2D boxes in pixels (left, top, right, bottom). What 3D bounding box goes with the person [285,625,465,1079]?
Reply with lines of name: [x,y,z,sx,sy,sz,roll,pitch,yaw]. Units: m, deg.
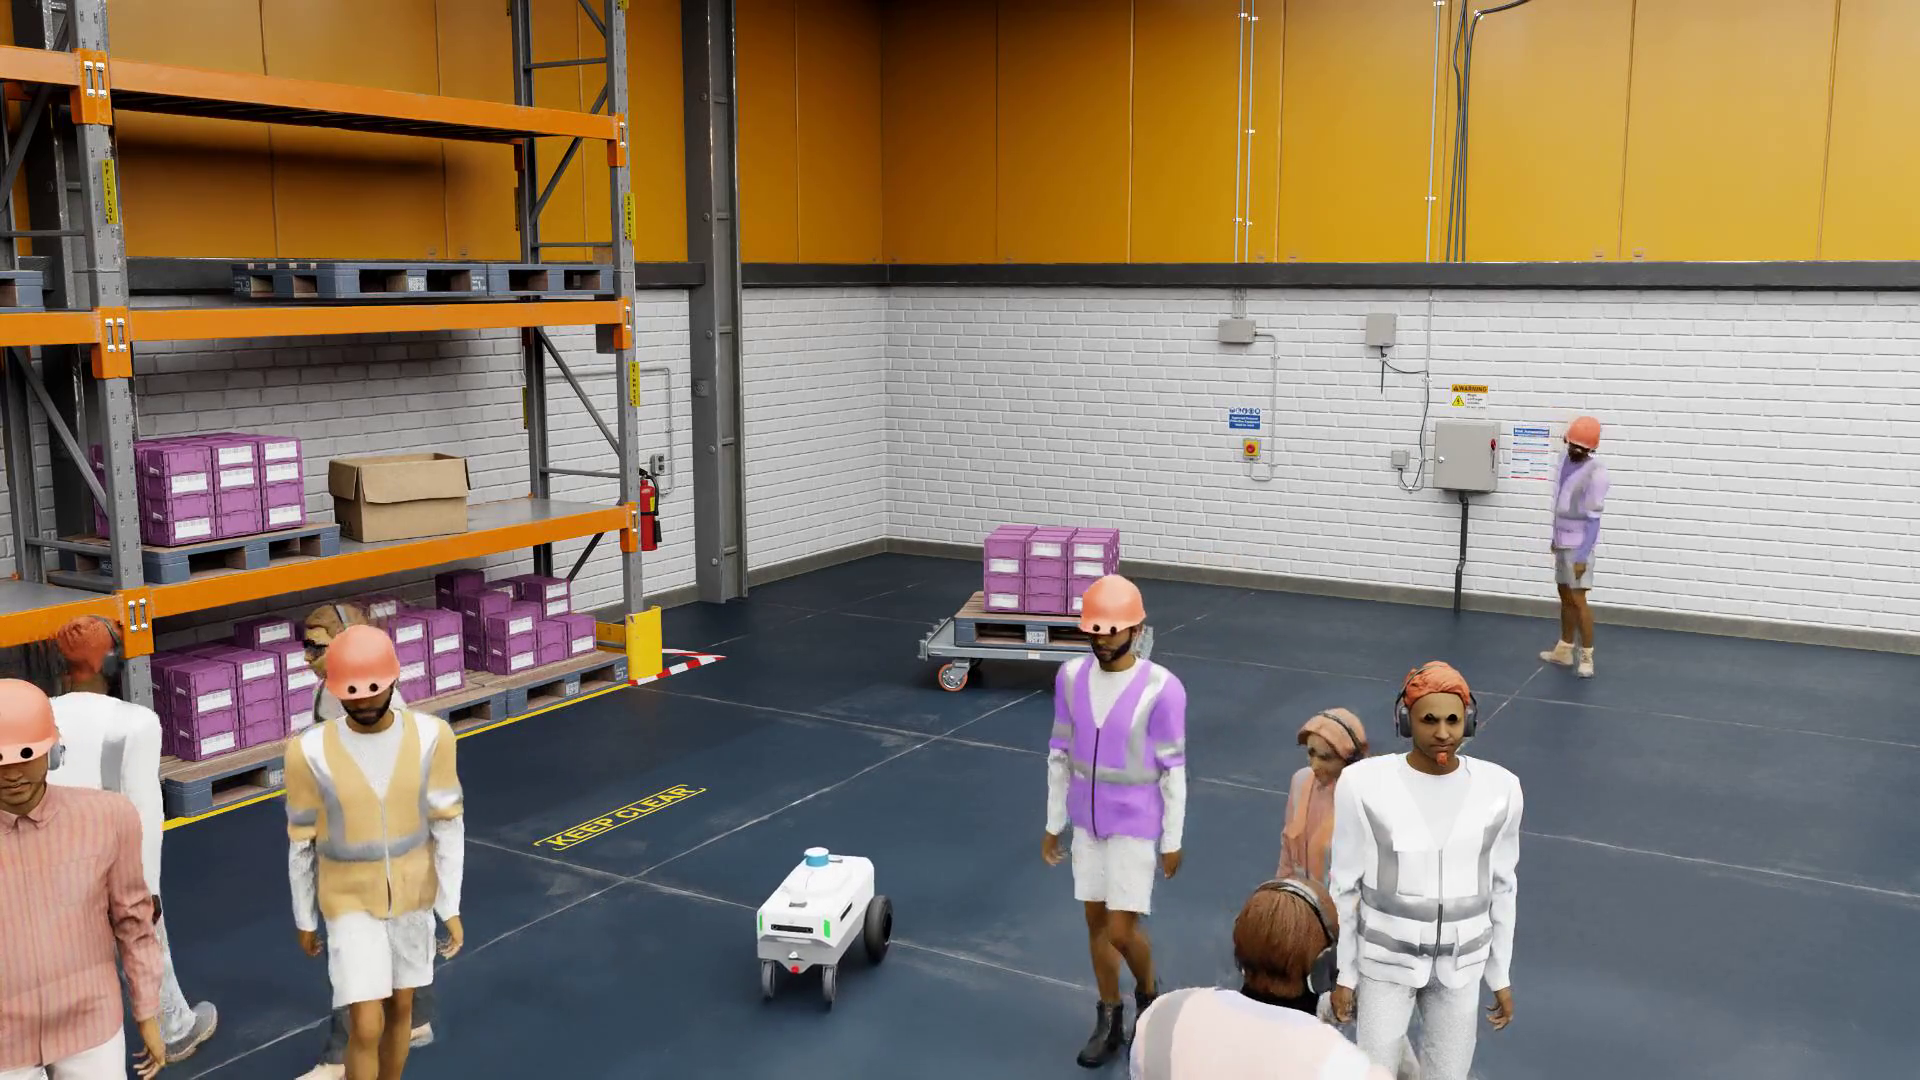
person: [-1.896,1.211,5.488,0.536,1.901,0.667,-5,11,-31]

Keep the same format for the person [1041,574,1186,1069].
person: [0.570,1.074,6.314,0.546,1.923,0.400,7,12,38]

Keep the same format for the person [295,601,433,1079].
person: [-2.328,1.136,6.204,0.554,1.816,0.769,8,12,42]

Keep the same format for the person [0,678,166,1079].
person: [-2.477,1.334,4.481,0.622,1.987,0.407,-7,12,-39]

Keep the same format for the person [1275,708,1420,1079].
person: [1.327,1.335,5.705,0.864,1.593,0.514,-3,9,-16]

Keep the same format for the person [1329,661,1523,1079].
person: [1.396,1.296,5.029,0.576,1.882,0.355,0,9,-1]

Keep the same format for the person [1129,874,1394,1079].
person: [0.588,1.592,3.454,0.629,1.803,0.968,7,11,37]

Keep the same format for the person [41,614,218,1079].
person: [-3.116,1.170,6.017,0.596,1.823,1.032,1,9,4]

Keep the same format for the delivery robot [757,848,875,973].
delivery robot: [-0.613,1.570,7.155,0.477,0.478,0.707,2,9,13]

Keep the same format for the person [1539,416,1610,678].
person: [4.626,0.031,12.635,0.391,1.992,0.751,-1,9,-8]
